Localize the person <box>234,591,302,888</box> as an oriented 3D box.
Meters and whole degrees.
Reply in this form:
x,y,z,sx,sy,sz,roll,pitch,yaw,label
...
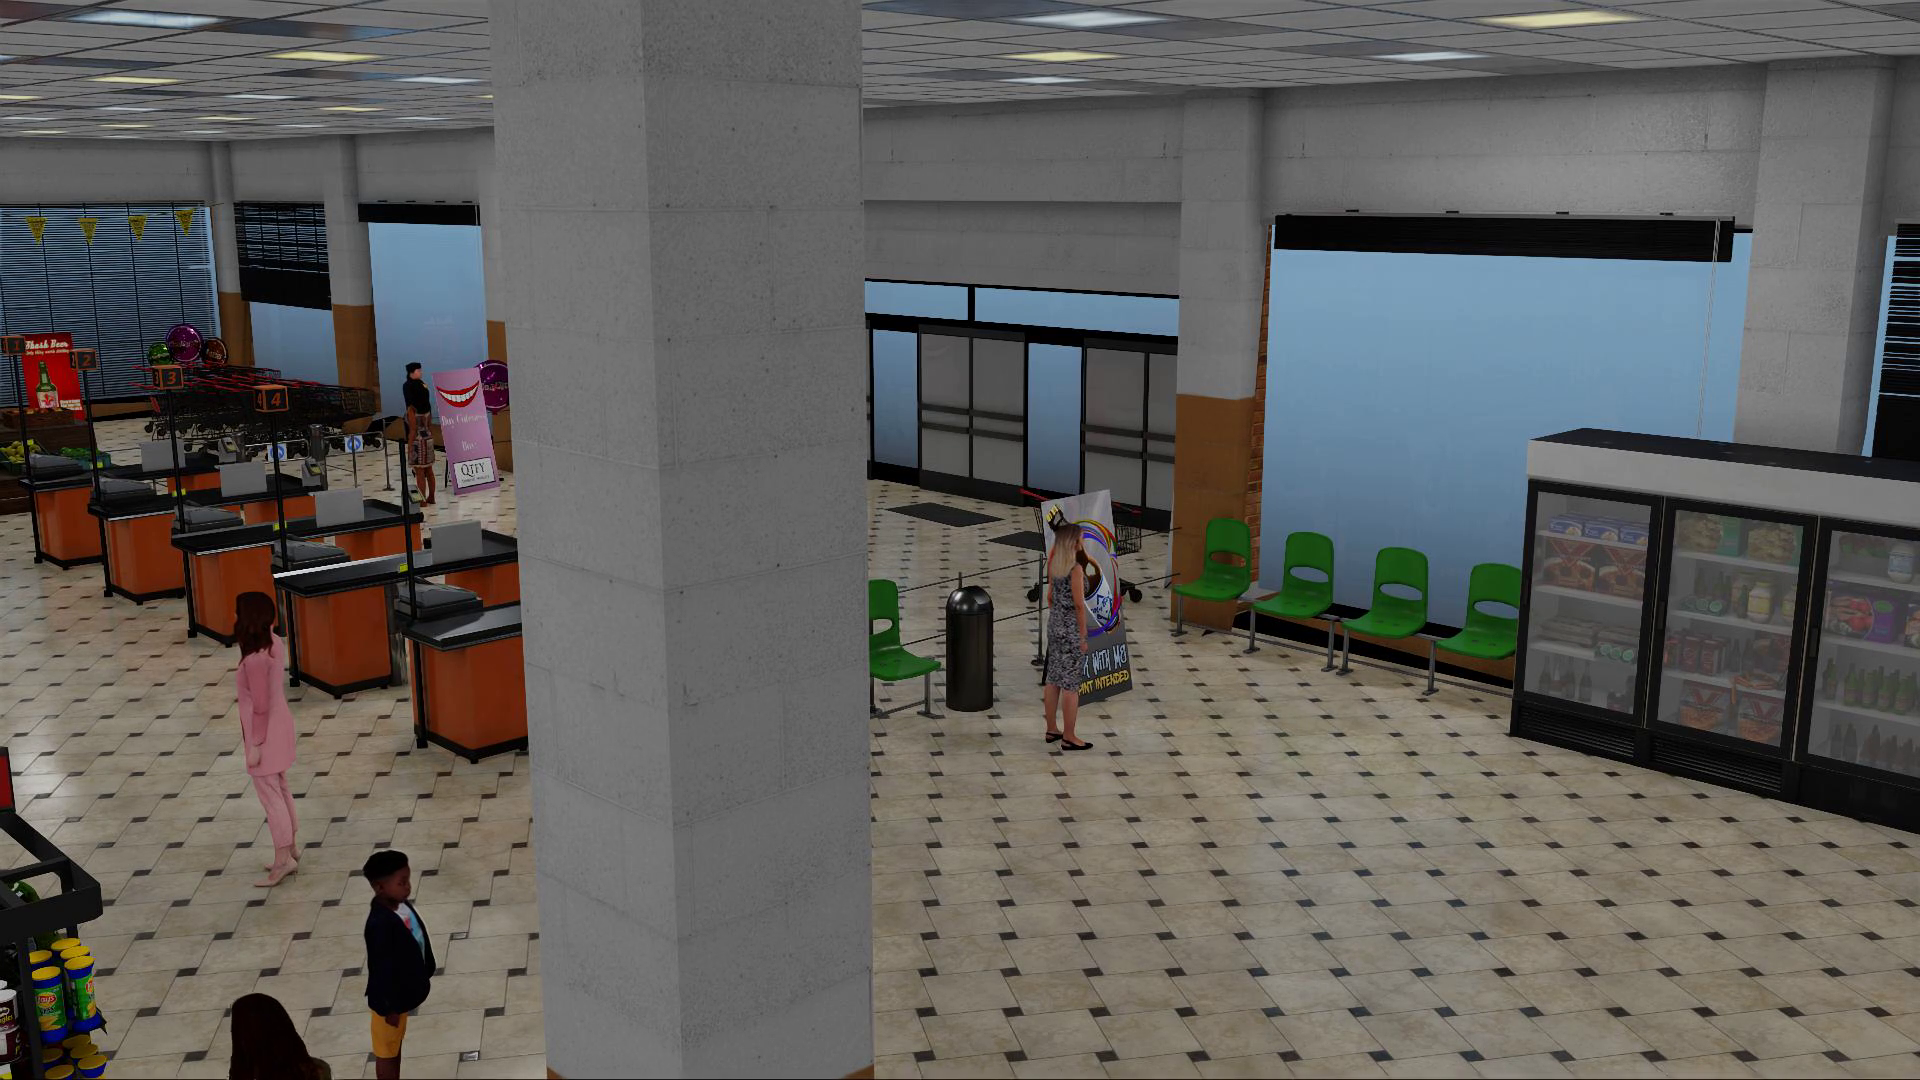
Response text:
x,y,z,sx,sy,sz,roll,pitch,yaw,label
-4.141,1.180,9.974,0.716,1.803,0.686,-2,12,-7,person

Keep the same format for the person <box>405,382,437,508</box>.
x,y,z,sx,sy,sz,roll,pitch,yaw,label
-7.129,-1.272,22.000,0.784,1.645,0.641,4,12,17,person

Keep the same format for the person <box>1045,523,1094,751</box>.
x,y,z,sx,sy,sz,roll,pitch,yaw,label
0.787,0.712,12.441,0.580,1.703,0.621,-6,14,-28,person

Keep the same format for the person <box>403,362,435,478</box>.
x,y,z,sx,sy,sz,roll,pitch,yaw,label
-7.905,-1.751,24.215,0.863,1.671,0.777,2,12,7,person

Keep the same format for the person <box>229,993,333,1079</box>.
x,y,z,sx,sy,sz,roll,pitch,yaw,label
-2.280,2.284,5.613,0.930,1.440,0.790,-7,14,-31,person

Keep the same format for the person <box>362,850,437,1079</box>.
x,y,z,sx,sy,sz,roll,pitch,yaw,label
-2.547,1.989,7.434,0.659,1.266,0.613,-2,12,-11,person
